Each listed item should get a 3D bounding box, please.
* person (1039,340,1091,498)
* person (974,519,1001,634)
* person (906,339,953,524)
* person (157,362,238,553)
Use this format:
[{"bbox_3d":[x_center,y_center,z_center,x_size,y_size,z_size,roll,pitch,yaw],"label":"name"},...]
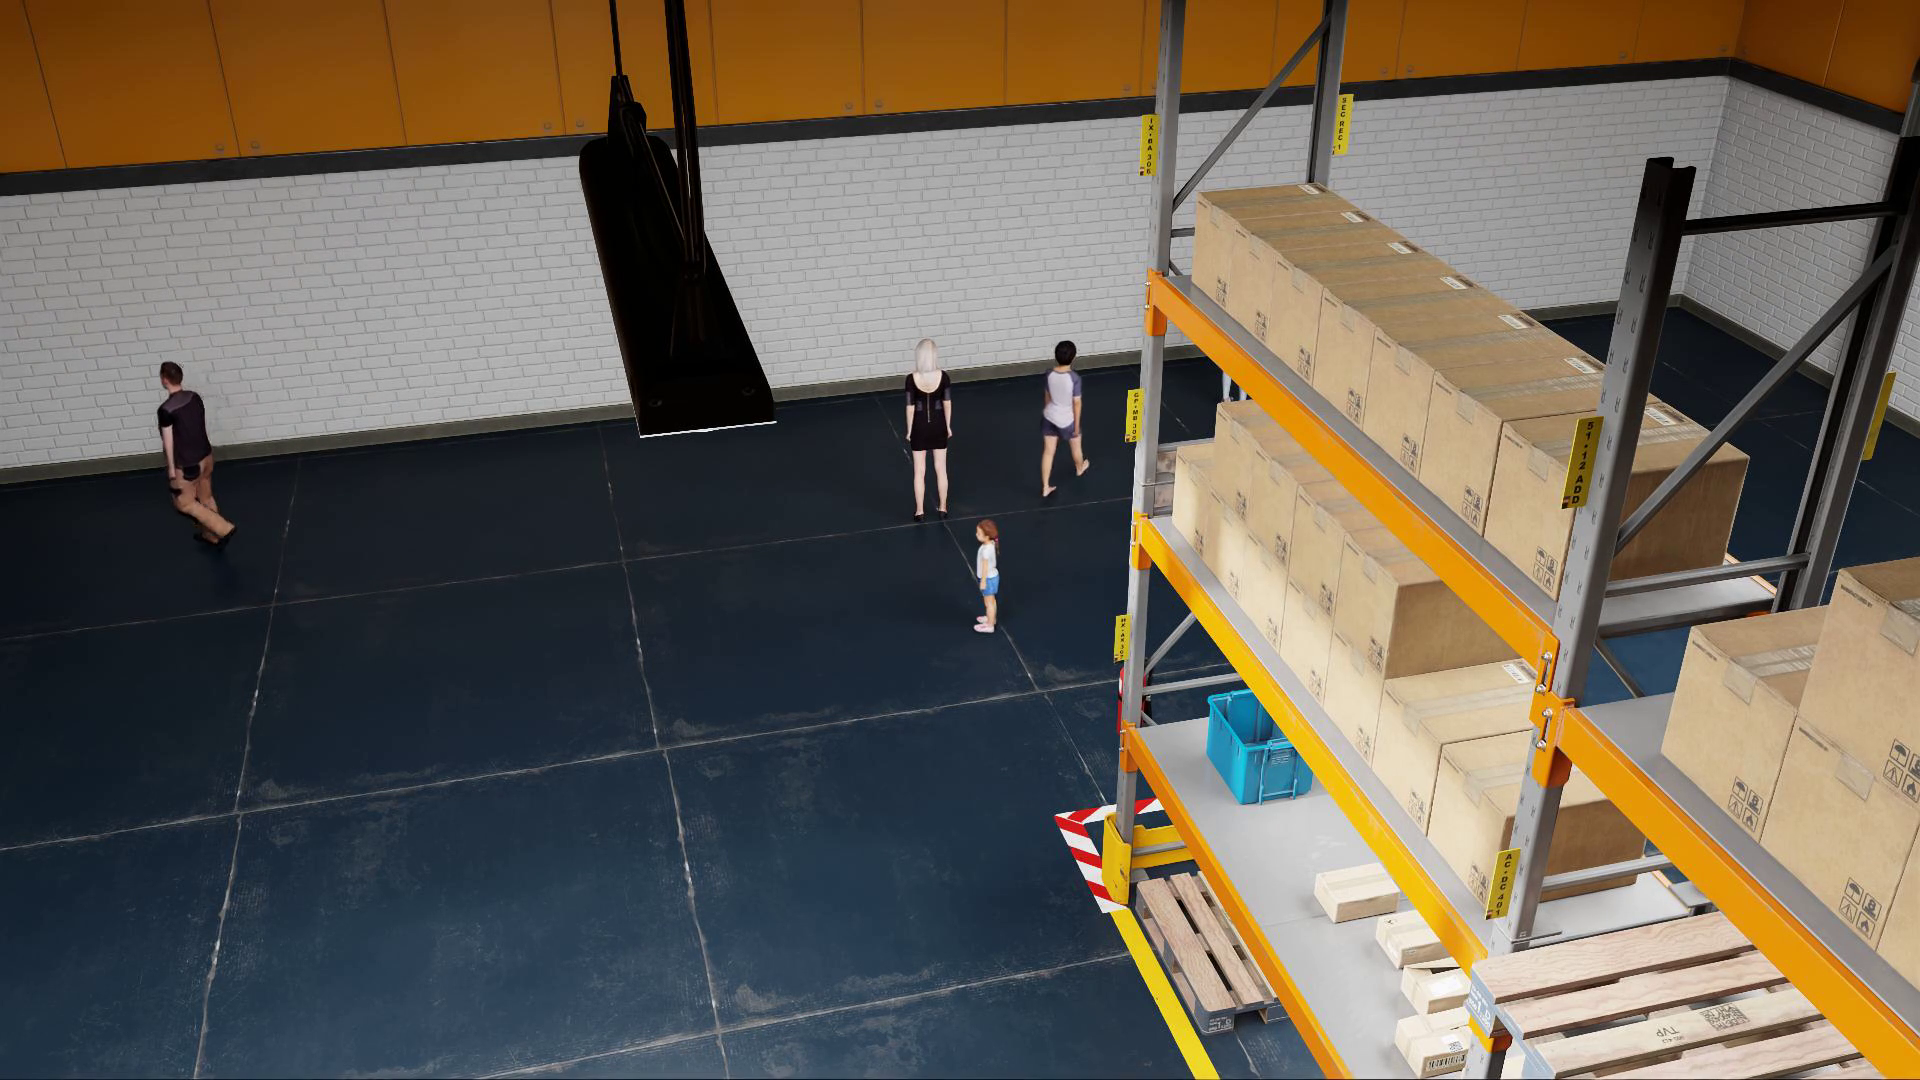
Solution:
[{"bbox_3d":[0.937,-1.133,15.910,0.989,1.517,1.045,15,32,26],"label":"person"},{"bbox_3d":[0.242,0.290,13.822,0.524,1.019,0.427,3,29,5],"label":"person"},{"bbox_3d":[-0.287,-1.009,15.358,0.596,1.830,0.524,-5,29,-8],"label":"person"},{"bbox_3d":[-6.785,-0.706,14.806,0.959,1.825,0.933,7,29,13],"label":"person"}]
